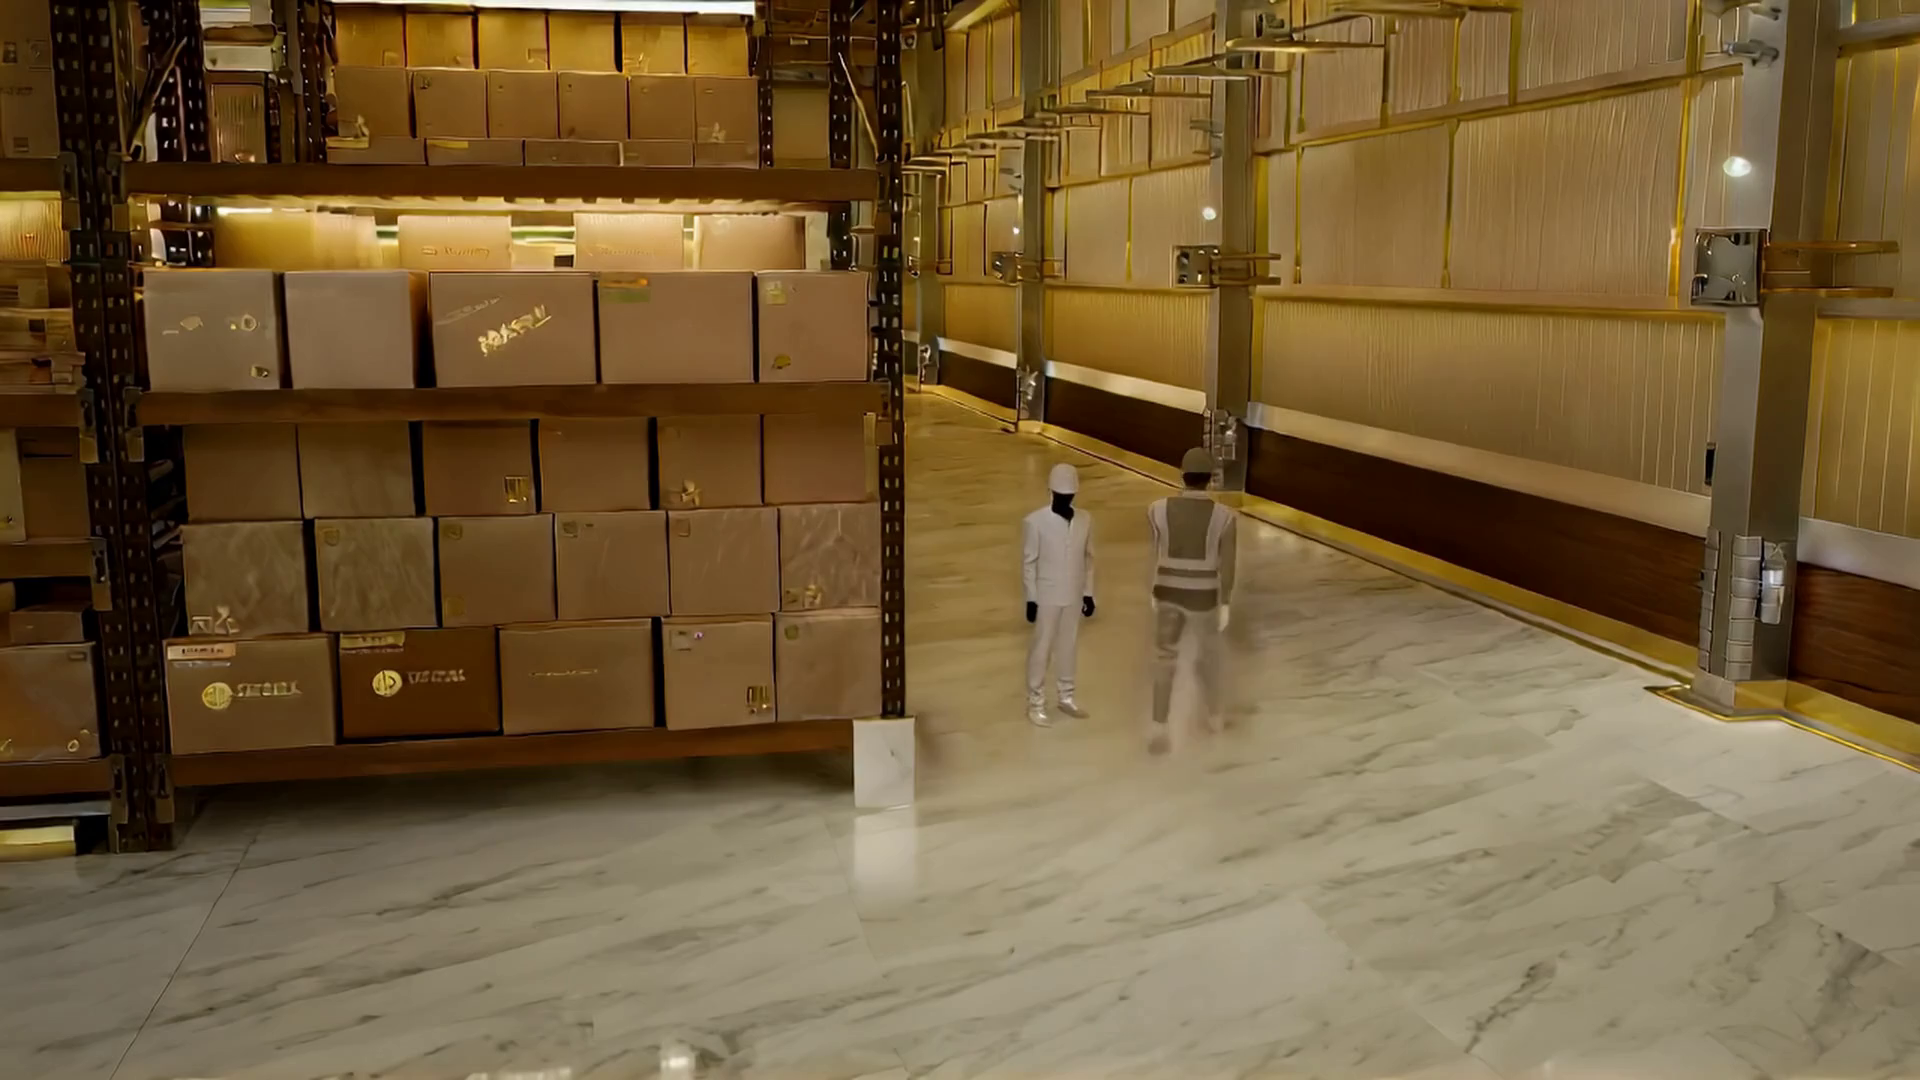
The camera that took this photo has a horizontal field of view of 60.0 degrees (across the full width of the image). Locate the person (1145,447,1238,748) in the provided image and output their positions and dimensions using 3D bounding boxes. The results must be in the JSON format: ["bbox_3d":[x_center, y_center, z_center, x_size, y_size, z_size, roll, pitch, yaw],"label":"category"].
[{"bbox_3d":[1.459,0.359,10.636,0.603,1.901,1.015,3,10,16],"label":"person"}]

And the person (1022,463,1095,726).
[{"bbox_3d":[0.675,0.356,11.071,0.566,1.746,0.341,-6,11,-32],"label":"person"}]
